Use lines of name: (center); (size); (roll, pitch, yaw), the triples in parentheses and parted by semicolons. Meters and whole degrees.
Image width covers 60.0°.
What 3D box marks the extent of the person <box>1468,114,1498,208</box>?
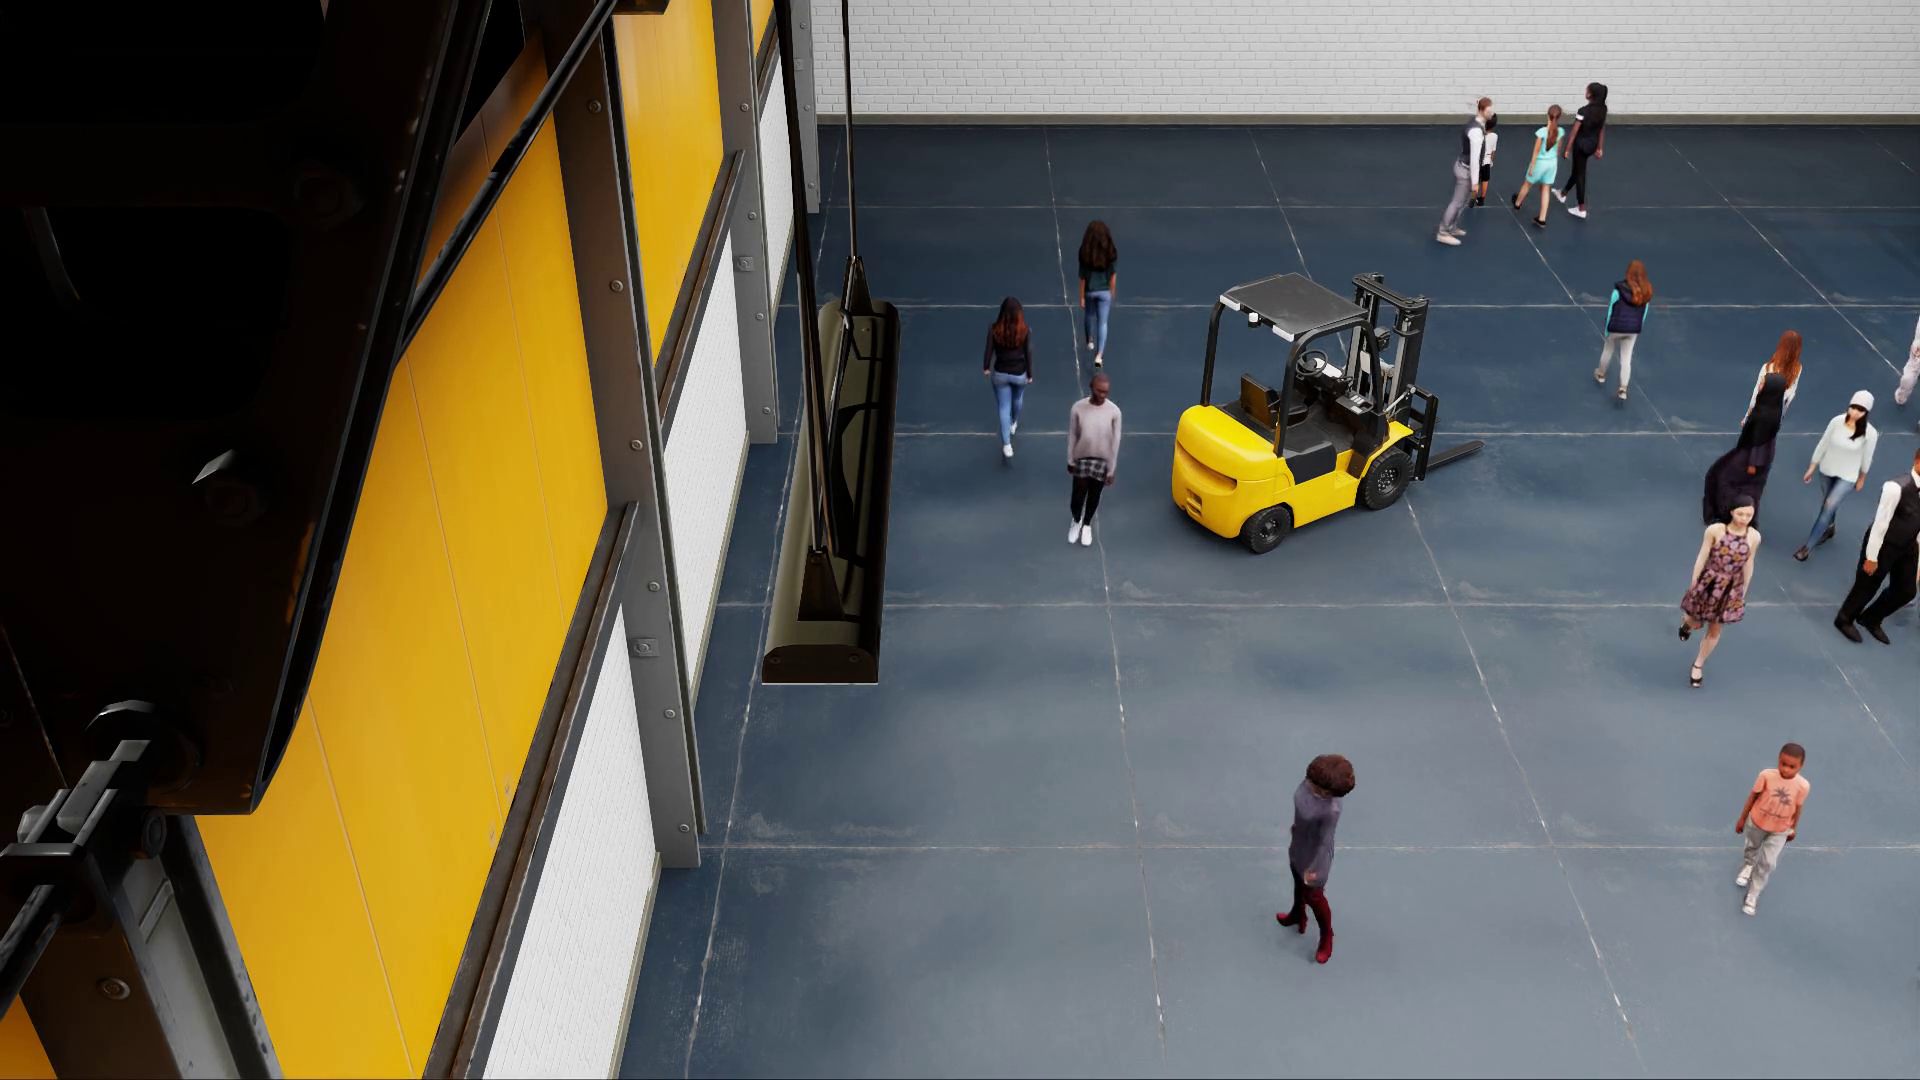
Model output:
person: (6.829, -4.979, 21.750); (0.534, 1.259, 0.537); (-8, 34, -11)

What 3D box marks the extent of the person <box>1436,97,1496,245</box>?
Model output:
person: (6.208, -4.572, 20.552); (0.865, 1.909, 0.719); (4, 34, 6)

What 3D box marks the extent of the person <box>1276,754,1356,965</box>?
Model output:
person: (2.299, 1.973, 10.896); (0.779, 1.697, 0.560); (4, 34, 6)

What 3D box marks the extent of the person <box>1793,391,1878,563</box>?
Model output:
person: (7.878, -0.615, 14.874); (1.048, 1.603, 1.064); (-23, 40, -30)

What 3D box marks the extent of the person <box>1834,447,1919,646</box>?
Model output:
person: (7.602, -0.015, 13.703); (0.837, 1.900, 0.857); (-11, 35, -16)

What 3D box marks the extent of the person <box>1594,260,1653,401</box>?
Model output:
person: (6.936, -2.160, 17.320); (0.606, 1.468, 0.990); (2, 34, 4)

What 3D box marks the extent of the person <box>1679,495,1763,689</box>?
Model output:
person: (6.026, 0.359, 13.264); (0.727, 1.762, 0.894); (6, 34, 9)

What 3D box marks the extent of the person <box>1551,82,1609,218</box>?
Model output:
person: (8.075, -4.989, 21.363); (0.911, 1.705, 1.099); (-15, 37, -22)

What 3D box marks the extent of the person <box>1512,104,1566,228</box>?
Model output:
person: (7.461, -4.725, 21.133); (0.609, 1.519, 1.003); (-5, 34, -8)

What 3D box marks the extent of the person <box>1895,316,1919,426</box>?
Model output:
person: (9.883, -1.917, 16.800); (0.871, 1.640, 1.175); (11, 35, 15)

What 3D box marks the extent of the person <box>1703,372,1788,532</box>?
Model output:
person: (7.295, -0.778, 15.113); (0.884, 1.610, 0.844); (22, 40, 30)

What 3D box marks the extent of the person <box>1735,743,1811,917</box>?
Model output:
person: (5.564, 1.885, 11.399); (0.781, 1.287, 0.899); (21, 39, 28)

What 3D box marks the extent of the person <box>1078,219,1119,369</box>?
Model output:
person: (1.490, -2.629, 17.922); (0.619, 1.584, 1.080); (2, 34, 3)

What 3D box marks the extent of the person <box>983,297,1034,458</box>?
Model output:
person: (0.492, -1.566, 16.317); (0.630, 1.589, 1.090); (0, 34, -1)

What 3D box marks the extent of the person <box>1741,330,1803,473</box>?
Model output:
person: (7.586, -1.186, 15.619); (0.609, 1.729, 0.552); (-5, 34, -8)

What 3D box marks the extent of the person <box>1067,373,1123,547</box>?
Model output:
person: (1.212, -0.757, 14.954); (0.651, 1.751, 0.649); (5, 34, 7)
